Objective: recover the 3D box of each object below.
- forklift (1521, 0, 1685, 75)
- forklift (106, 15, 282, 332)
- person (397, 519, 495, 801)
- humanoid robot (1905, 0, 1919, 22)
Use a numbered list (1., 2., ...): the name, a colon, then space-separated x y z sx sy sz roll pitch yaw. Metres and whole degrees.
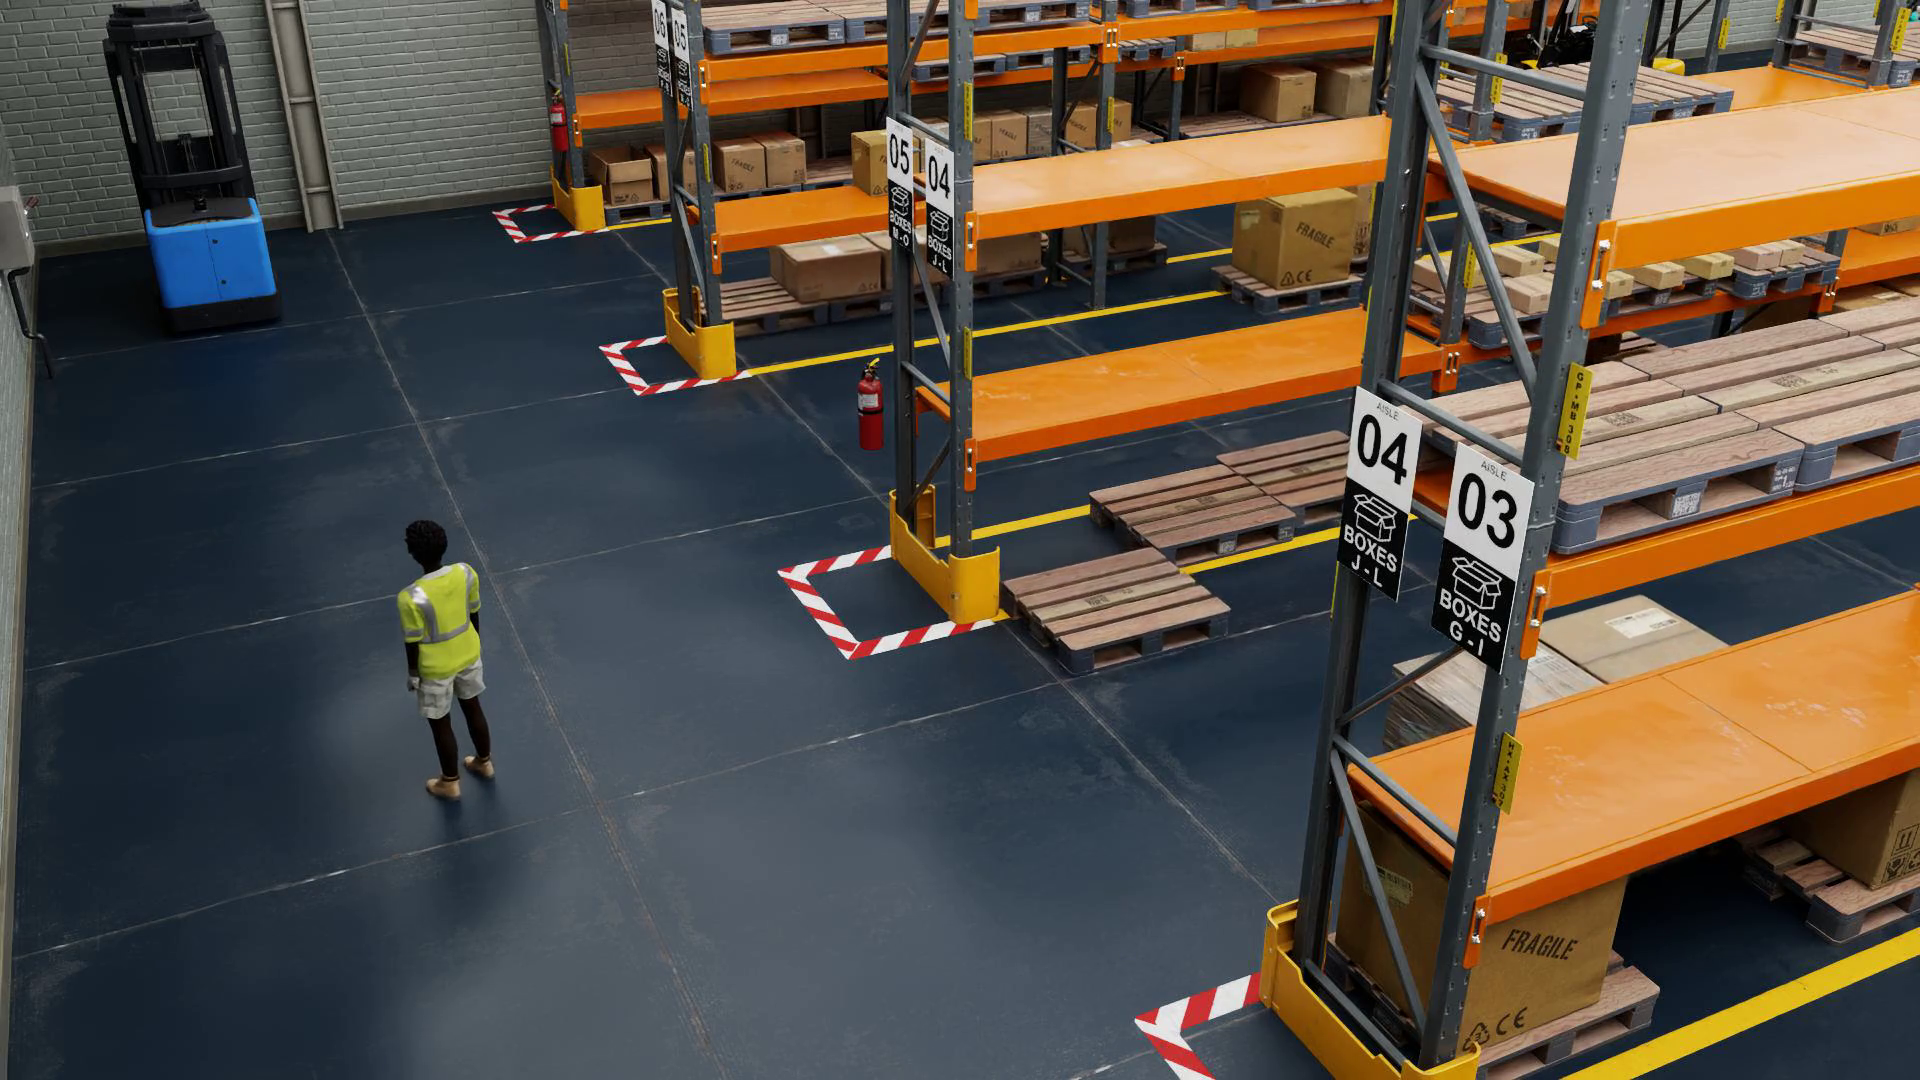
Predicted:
1. forklift: 8.950 -6.807 23.056 1.214 2.155 2.313 -12 30 -22
2. forklift: -7.548 -3.672 16.323 1.129 2.768 1.873 -12 30 -22
3. person: -2.864 0.666 9.288 0.320 1.686 0.537 16 31 27
4. humanoid robot: 15.519 -8.436 26.680 0.928 1.776 0.550 -14 31 -25
